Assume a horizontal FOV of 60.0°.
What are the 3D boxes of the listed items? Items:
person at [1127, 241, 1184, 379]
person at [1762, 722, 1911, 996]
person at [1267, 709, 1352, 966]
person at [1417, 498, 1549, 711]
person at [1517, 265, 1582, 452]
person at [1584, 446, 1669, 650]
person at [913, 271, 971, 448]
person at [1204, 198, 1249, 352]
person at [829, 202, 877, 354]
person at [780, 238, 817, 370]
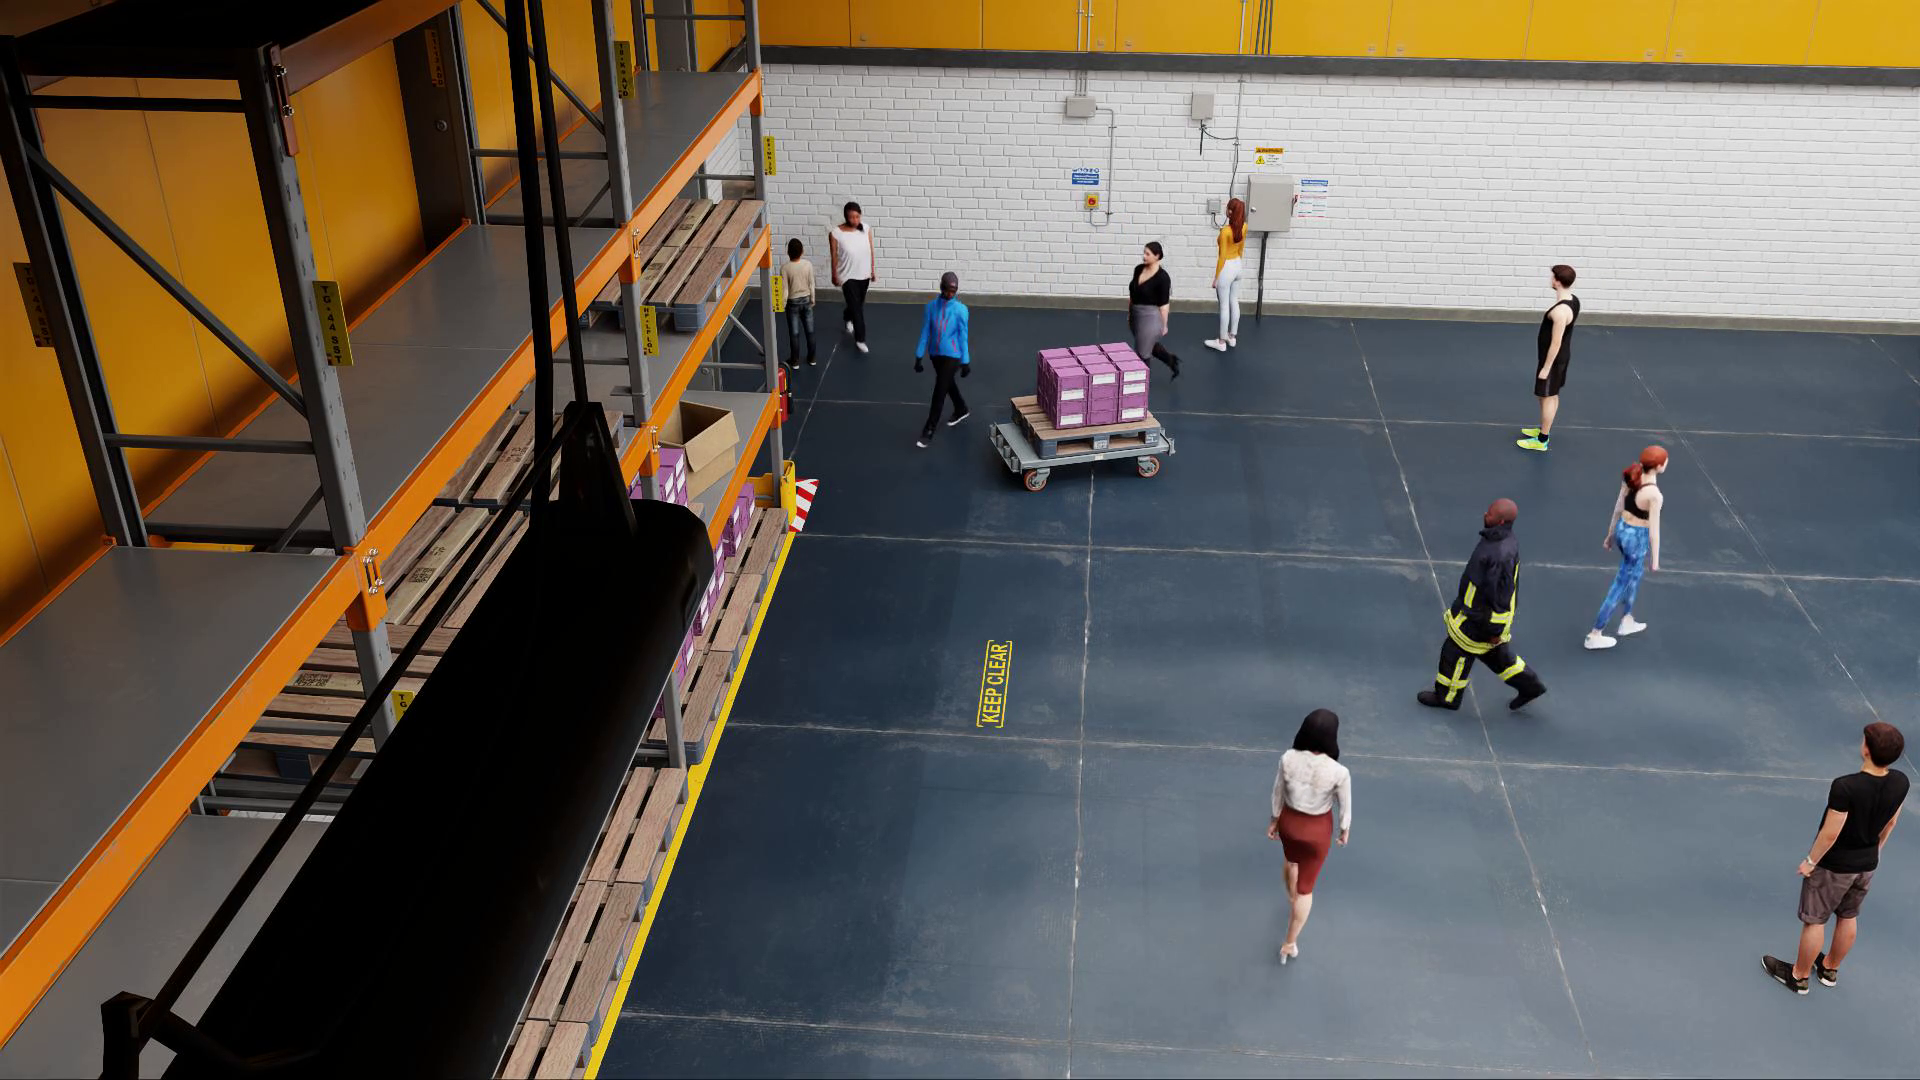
[{"bbox_3d":[2.039,-2.302,17.443,1.107,1.732,1.131,-16,33,-27],"label":"person"},{"bbox_3d":[5.153,1.855,9.686,0.757,1.862,0.707,-7,29,-13],"label":"person"},{"bbox_3d":[2.031,1.811,9.906,0.811,1.728,0.957,14,32,24],"label":"person"},{"bbox_3d":[3.962,0.508,12.224,0.987,1.795,1.175,10,30,17],"label":"person"},{"bbox_3d":[5.838,-1.795,16.346,0.827,1.892,0.680,15,32,26],"label":"person"},{"bbox_3d":[5.170,0.087,13.026,0.841,1.767,0.881,-8,30,-14],"label":"person"},{"bbox_3d":[-0.092,-1.839,16.584,1.042,1.740,1.325,16,33,27],"label":"person"},{"bbox_3d":[3.031,-2.993,18.690,0.682,1.751,0.747,-24,36,-36],"label":"person"},{"bbox_3d":[-1.213,-3.022,18.841,1.031,1.656,1.165,-16,33,-27],"label":"person"},{"bbox_3d":[-1.771,-2.601,18.269,0.635,1.465,0.654,-12,31,-21],"label":"person"}]
